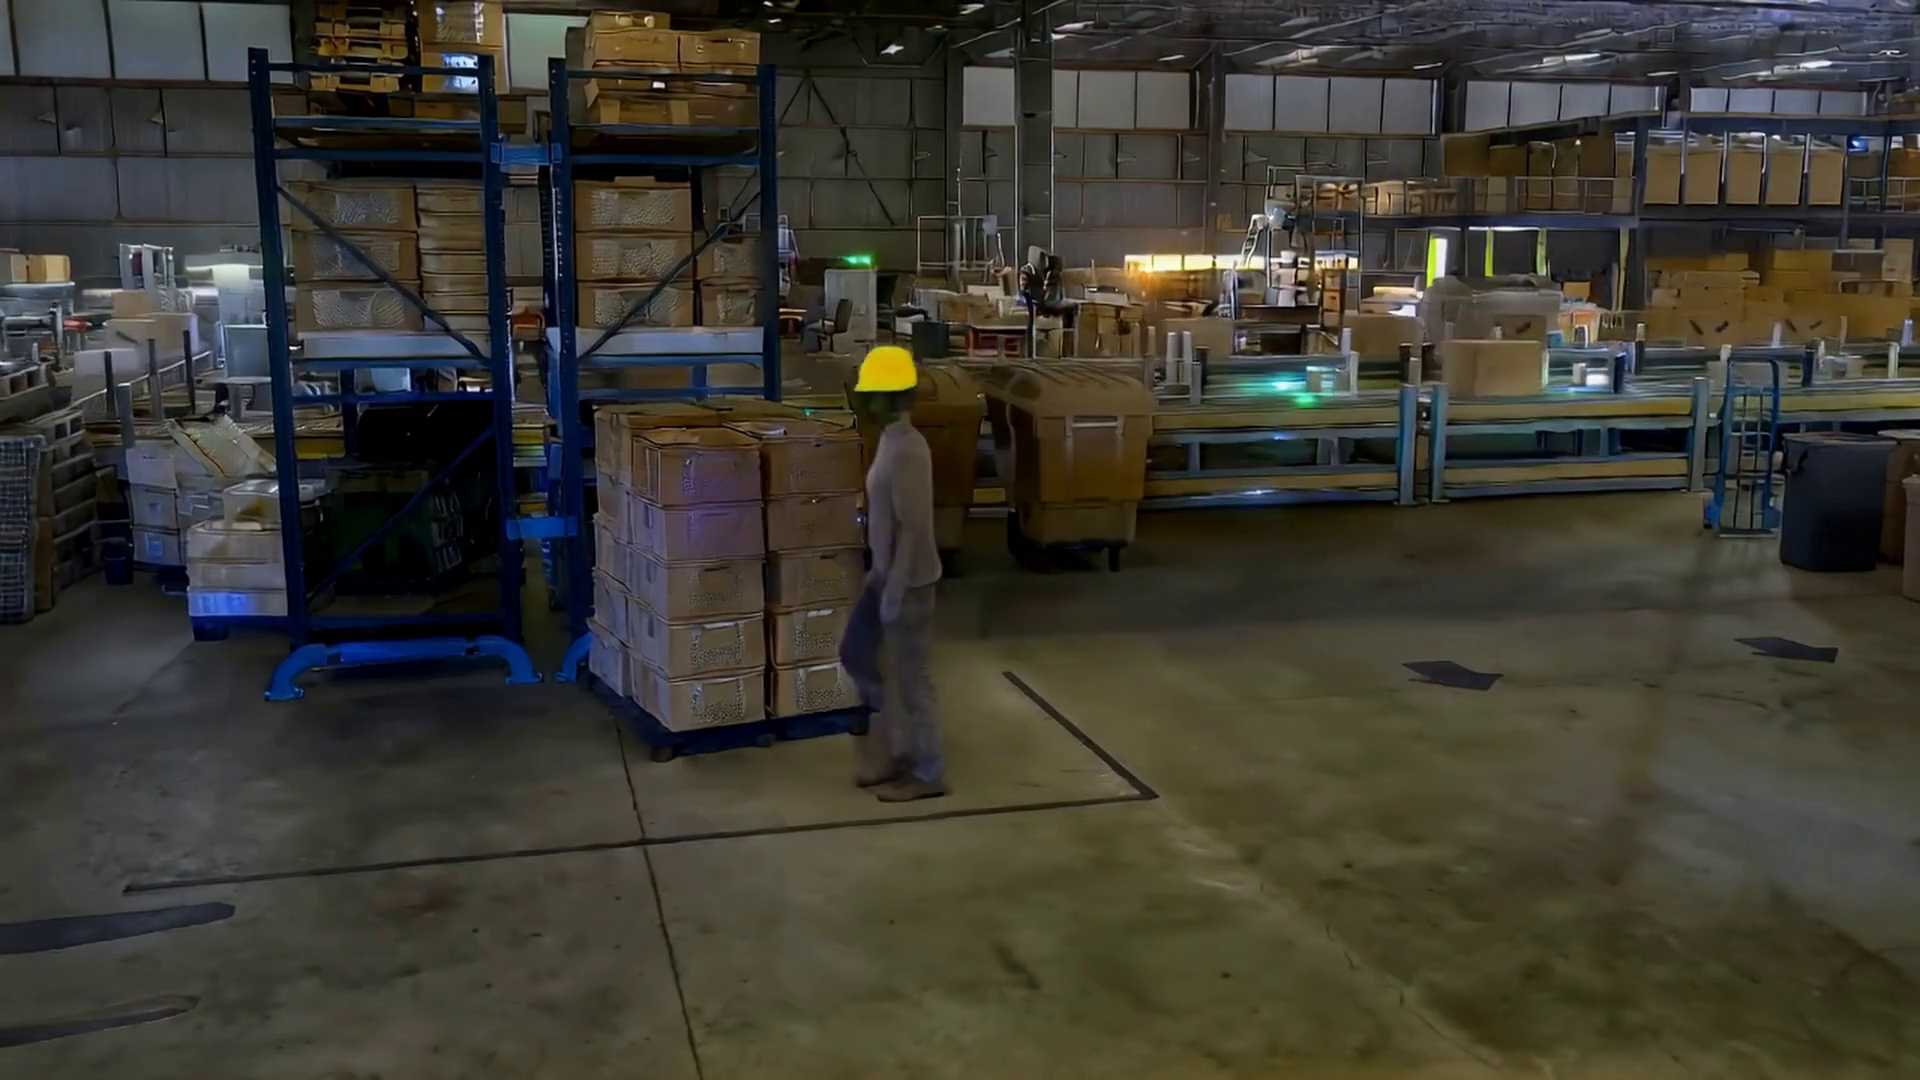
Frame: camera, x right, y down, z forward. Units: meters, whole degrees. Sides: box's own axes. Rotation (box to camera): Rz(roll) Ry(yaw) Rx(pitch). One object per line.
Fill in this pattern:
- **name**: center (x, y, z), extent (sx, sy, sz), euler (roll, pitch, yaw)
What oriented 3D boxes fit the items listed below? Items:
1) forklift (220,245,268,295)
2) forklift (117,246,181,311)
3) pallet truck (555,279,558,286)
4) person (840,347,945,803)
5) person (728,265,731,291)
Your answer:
- **forklift**: center (-17.749, -6.334, 41.440), extent (1.157, 1.987, 2.680), euler (-3, 10, -17)
- **forklift**: center (-19.966, -6.232, 40.894), extent (1.157, 1.987, 2.680), euler (-3, 10, -15)
- **pallet truck**: center (-10.604, -6.375, 44.520), extent (0.653, 1.274, 1.630), euler (-3, 10, -15)
- **person**: center (-0.254, 0.149, 6.321), extent (0.451, 1.752, 0.542), euler (-3, 10, -14)
- **person**: center (-5.948, -6.435, 43.257), extent (0.822, 1.869, 0.668), euler (-7, 12, -34)
